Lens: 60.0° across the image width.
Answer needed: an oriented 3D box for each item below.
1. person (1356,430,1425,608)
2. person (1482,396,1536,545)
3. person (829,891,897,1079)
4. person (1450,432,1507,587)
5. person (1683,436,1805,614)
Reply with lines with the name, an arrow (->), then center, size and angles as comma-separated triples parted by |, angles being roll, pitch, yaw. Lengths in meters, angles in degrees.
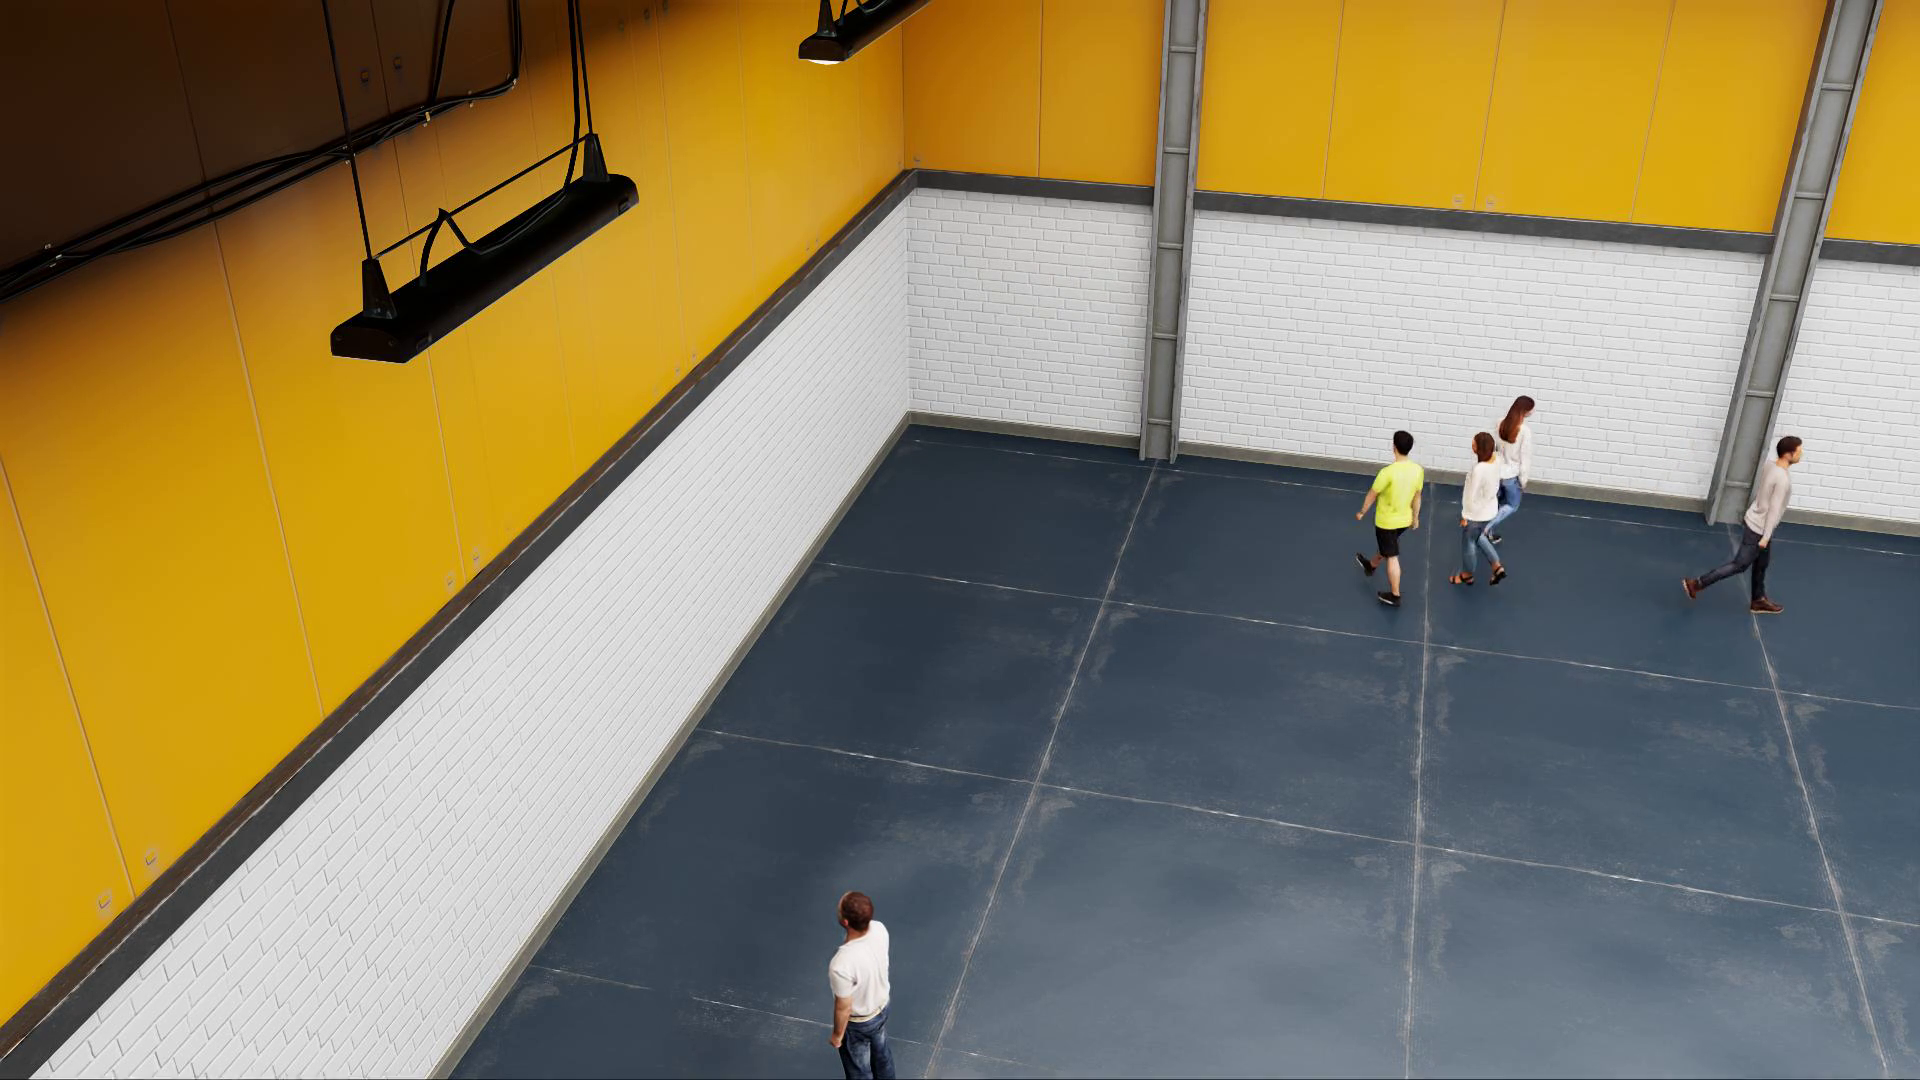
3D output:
person -> 4.130, -0.160, 15.622 | 1.077, 1.662, 1.105 | -14, 32, -24
person -> 5.376, -0.624, 16.454 | 0.922, 1.680, 0.862 | -18, 34, -30
person -> -0.568, 2.843, 9.915 | 0.678, 1.856, 0.722 | 16, 33, 27
person -> 5.012, -0.242, 15.773 | 0.904, 1.661, 0.818 | 22, 36, 35
person -> 7.288, -0.121, 15.371 | 1.196, 1.833, 0.714 | 4, 29, 8
